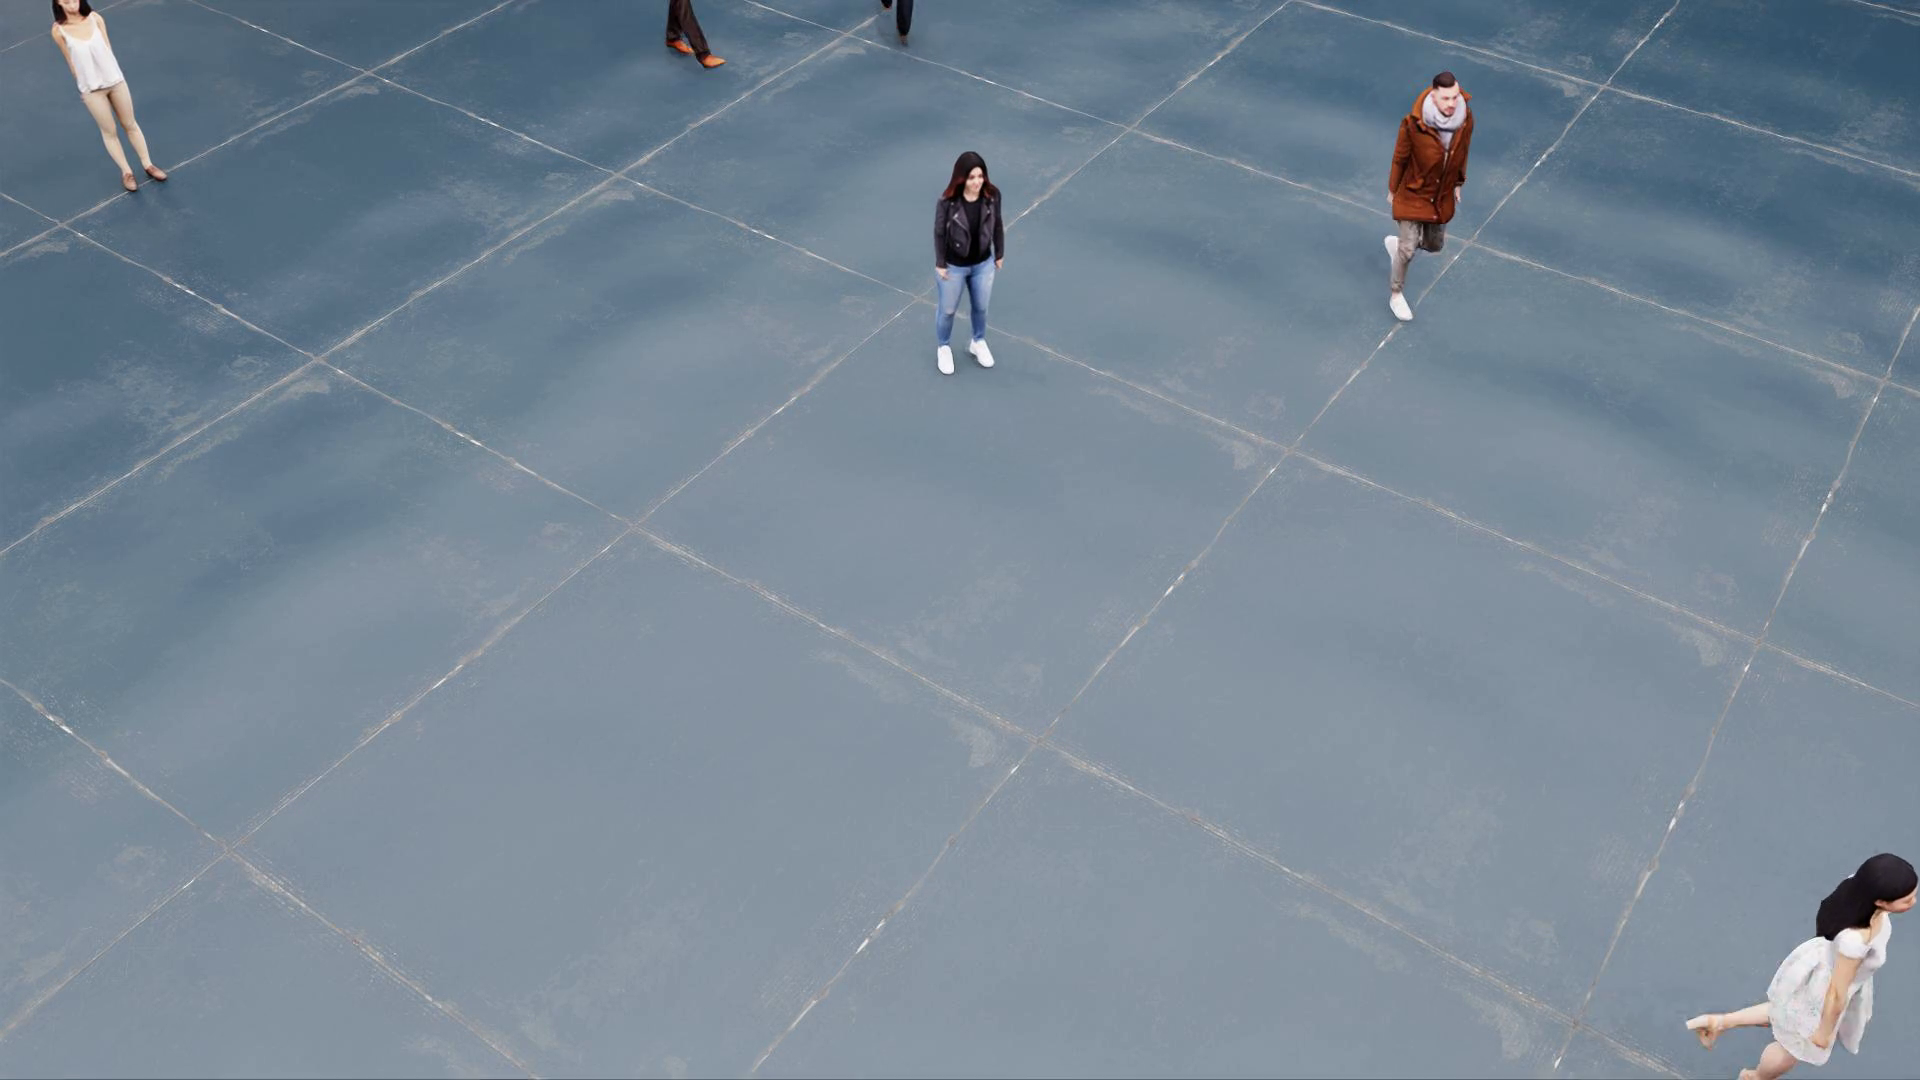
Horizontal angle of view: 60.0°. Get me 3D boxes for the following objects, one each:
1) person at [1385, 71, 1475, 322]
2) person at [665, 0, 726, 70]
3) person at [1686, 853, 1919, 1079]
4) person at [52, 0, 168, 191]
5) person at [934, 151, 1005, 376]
[{"bbox_3d":[3.167,-2.420,11.476,0.982,1.819,1.065,-12,44,-12],"label":"person"},{"bbox_3d":[-2.478,-4.968,14.240,1.084,1.772,0.736,28,50,27],"label":"person"},{"bbox_3d":[3.493,1.855,6.940,0.828,1.762,0.630,23,48,23],"label":"person"},{"bbox_3d":[-6.601,-3.512,12.769,0.574,1.651,0.636,26,49,25],"label":"person"},{"bbox_3d":[0.035,-1.831,10.986,0.717,1.628,0.753,-12,44,-12],"label":"person"}]
